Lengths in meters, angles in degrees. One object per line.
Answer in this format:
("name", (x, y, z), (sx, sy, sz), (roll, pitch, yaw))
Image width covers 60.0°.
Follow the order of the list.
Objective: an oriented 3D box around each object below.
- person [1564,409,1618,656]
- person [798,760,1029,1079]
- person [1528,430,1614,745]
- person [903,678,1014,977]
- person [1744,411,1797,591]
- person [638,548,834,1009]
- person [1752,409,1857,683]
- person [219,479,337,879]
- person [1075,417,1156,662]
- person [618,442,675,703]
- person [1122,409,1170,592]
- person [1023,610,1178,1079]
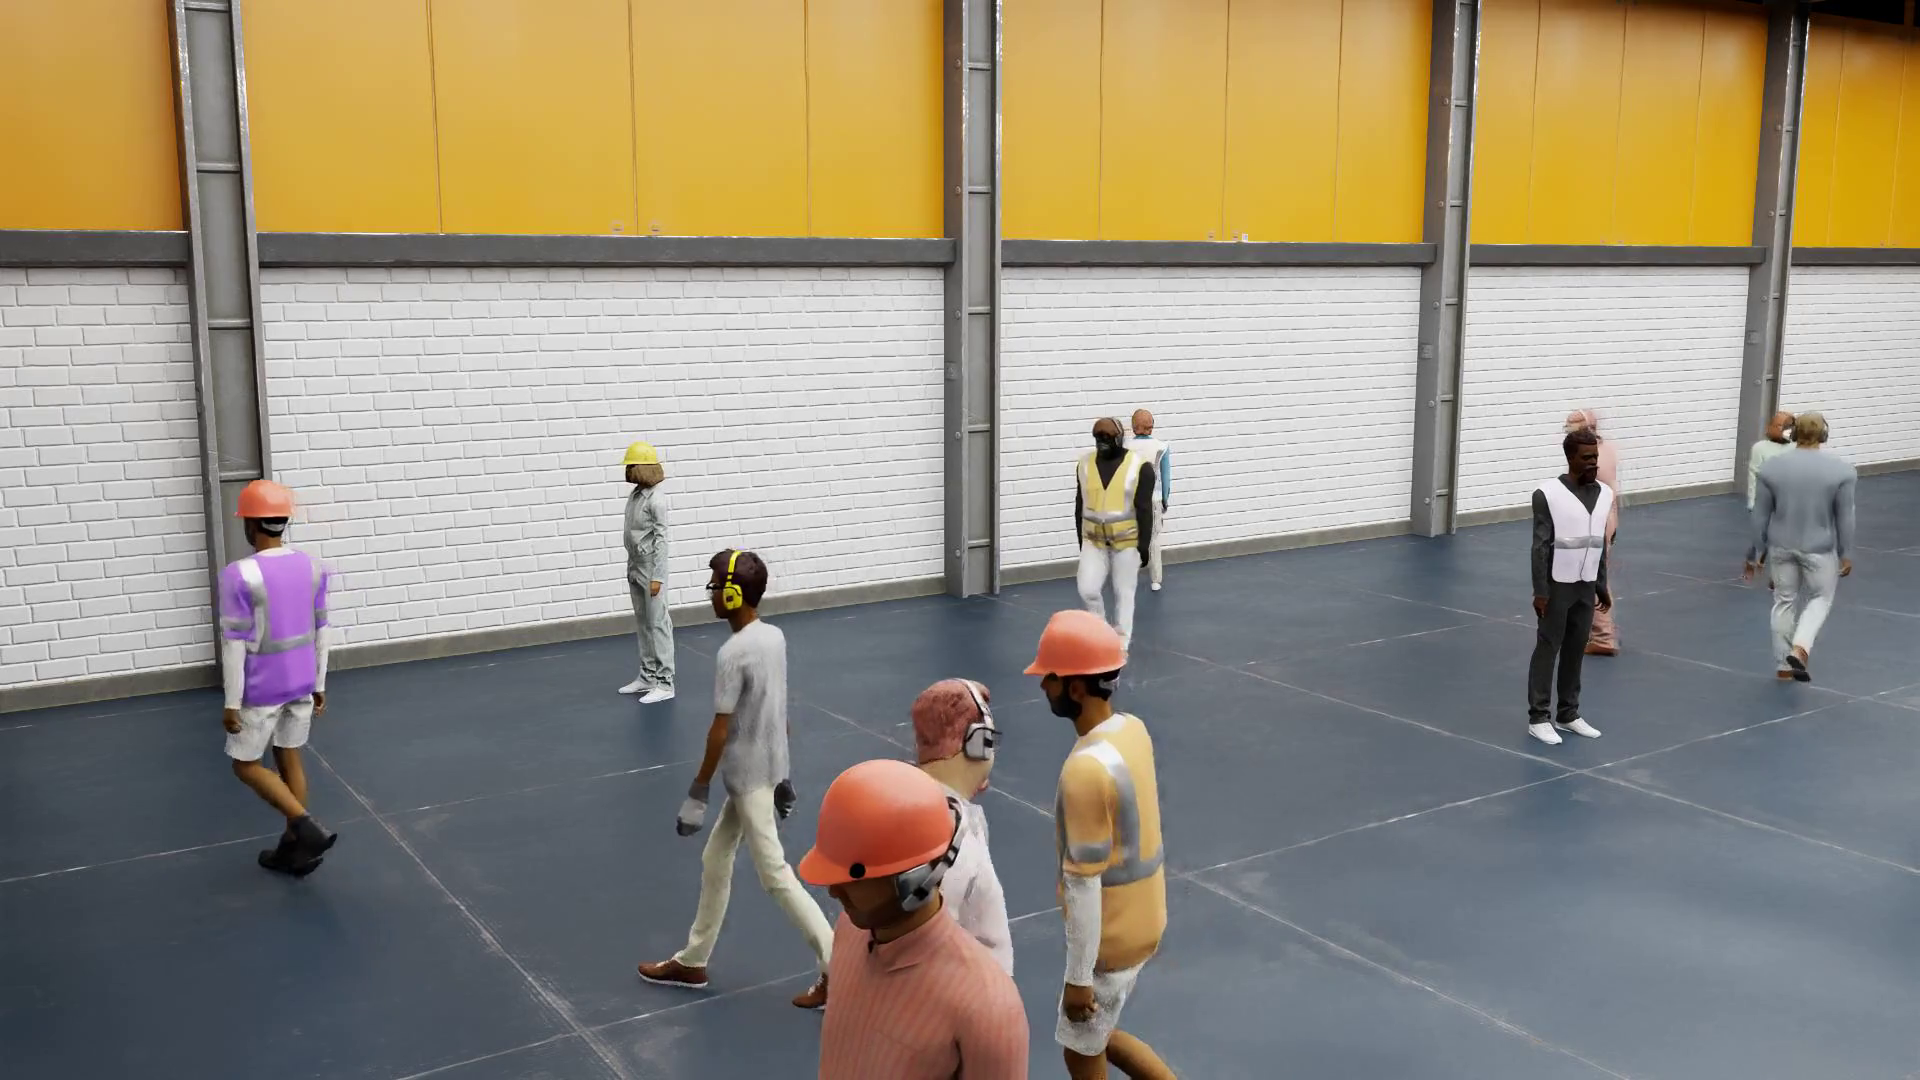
("person", (4.624, -0.051, 12.352), (0.588, 1.861, 0.720), (5, 11, 28))
("person", (-0.118, 1.390, 3.300), (0.391, 1.986, 0.609), (-7, 11, -35))
("person", (3.738, 0.277, 10.208), (0.589, 1.920, 0.392), (-5, 10, -26))
("person", (-0.093, 1.286, 4.274), (0.467, 1.870, 0.673), (-2, 10, -10))
("person", (7.265, -0.346, 14.825), (0.514, 1.621, 0.434), (0, 9, 2))
("person", (-0.816, 0.942, 6.505), (0.968, 1.828, 0.536), (2, 10, 9))
("person", (5.787, 0.066, 11.459), (0.650, 1.926, 0.502), (7, 12, 37))
("person", (-3.171, 0.676, 7.799), (0.556, 1.918, 0.555), (5, 11, 29))
("person", (1.107, 0.016, 12.060), (0.633, 1.823, 0.451), (4, 10, 23))
("person", (-2.116, 0.212, 11.128), (0.302, 1.743, 0.493), (-7, 11, -34))
("person", (1.613, -0.343, 14.778), (0.518, 1.640, 0.307), (-1, 9, -5))
("person", (0.486, 1.155, 4.937), (0.628, 1.916, 0.555), (3, 10, 18))
